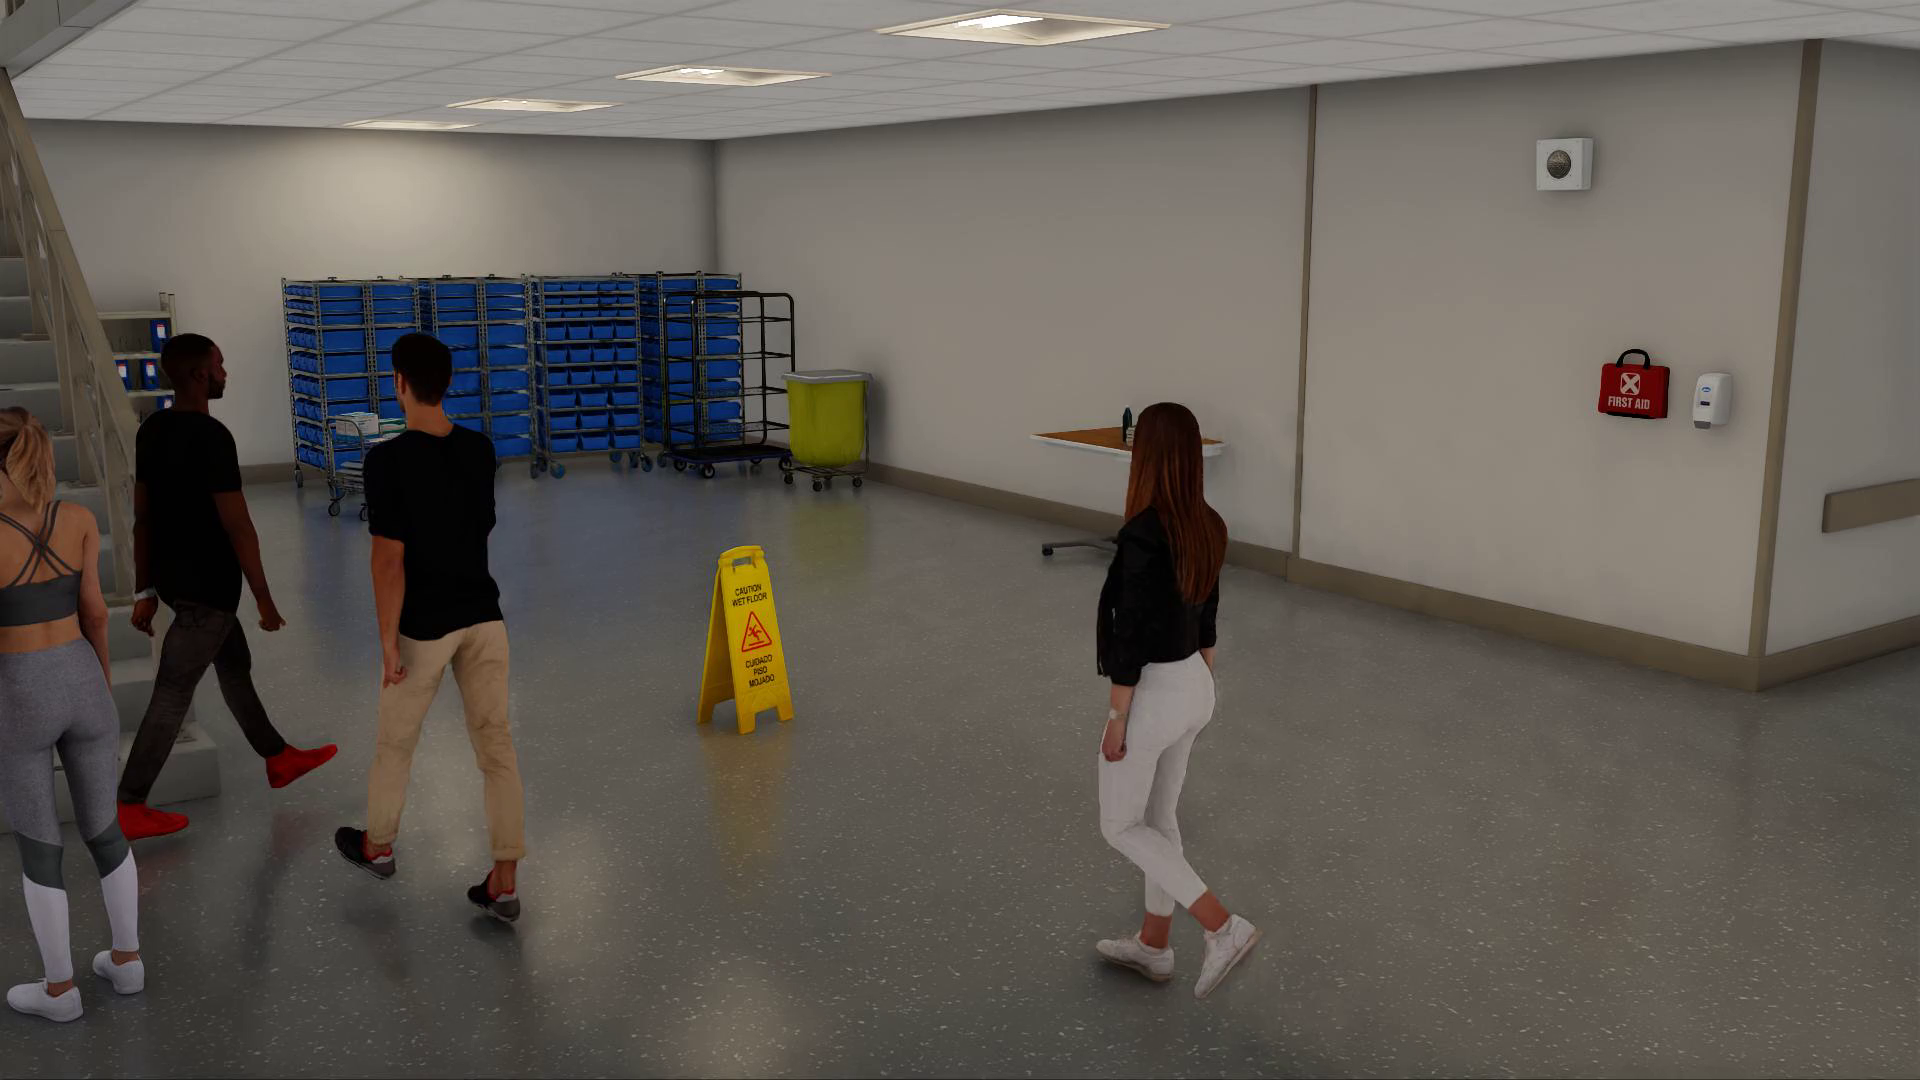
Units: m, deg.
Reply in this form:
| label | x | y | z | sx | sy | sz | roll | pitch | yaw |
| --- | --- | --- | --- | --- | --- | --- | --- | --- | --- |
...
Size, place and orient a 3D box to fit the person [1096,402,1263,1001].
| label | x | y | z | sx | sy | sz | roll | pitch | yaw |
| --- | --- | --- | --- | --- | --- | --- | --- | --- | --- |
| person | 0.617 | 0.474 | 4.634 | 0.916 | 1.693 | 0.735 | 9 | 14 | 39 |

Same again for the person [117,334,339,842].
| label | x | y | z | sx | sy | sz | roll | pitch | yaw |
| --- | --- | --- | --- | --- | --- | --- | --- | --- | --- |
| person | -2.775 | 0.210 | 5.872 | 1.225 | 1.750 | 1.003 | 7 | 13 | 34 |

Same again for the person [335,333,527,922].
| label | x | y | z | sx | sy | sz | roll | pitch | yaw |
| --- | --- | --- | --- | --- | --- | --- | --- | --- | --- |
| person | -1.542 | 0.306 | 5.176 | 0.754 | 1.820 | 1.098 | -10 | 15 | -44 |

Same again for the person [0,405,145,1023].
| label | x | y | z | sx | sy | sz | roll | pitch | yaw |
| --- | --- | --- | --- | --- | --- | --- | --- | --- | --- |
| person | -2.511 | 0.476 | 4.588 | 0.631 | 1.705 | 0.625 | 7 | 13 | 34 |
